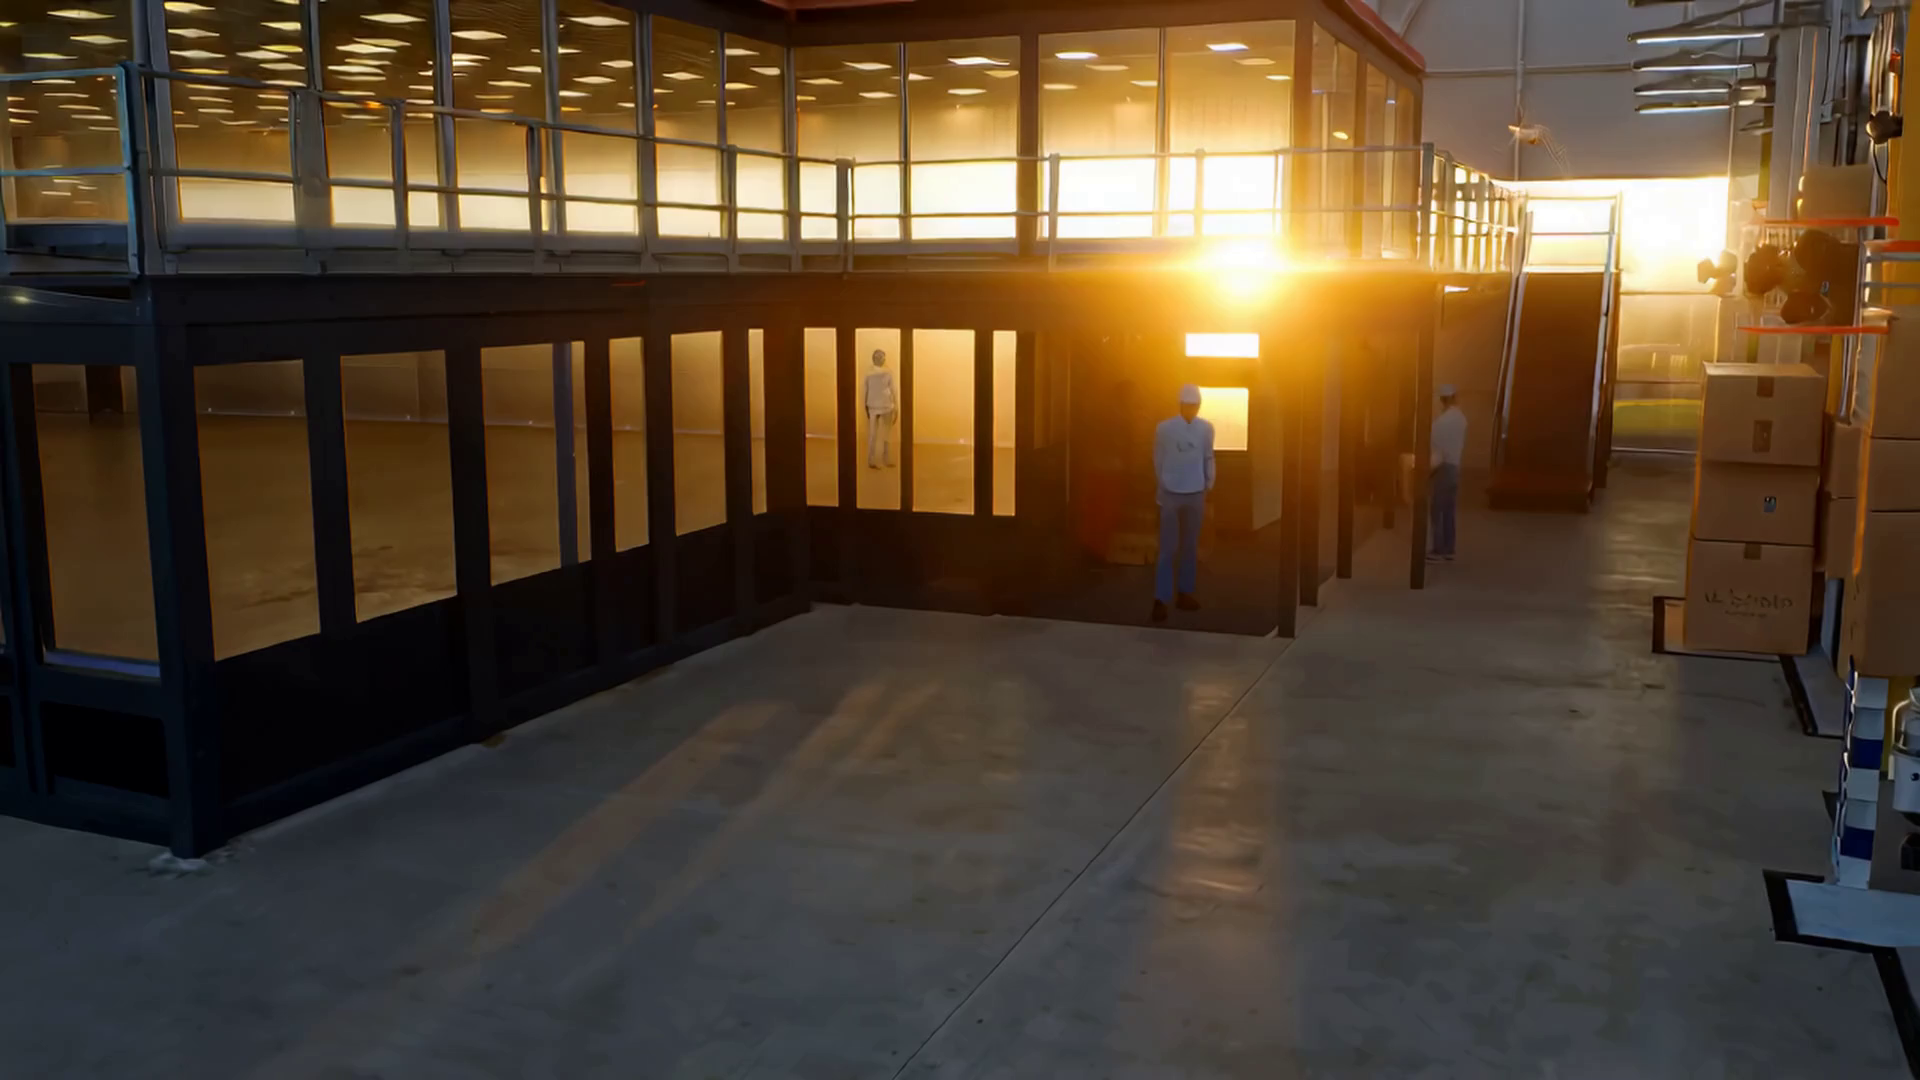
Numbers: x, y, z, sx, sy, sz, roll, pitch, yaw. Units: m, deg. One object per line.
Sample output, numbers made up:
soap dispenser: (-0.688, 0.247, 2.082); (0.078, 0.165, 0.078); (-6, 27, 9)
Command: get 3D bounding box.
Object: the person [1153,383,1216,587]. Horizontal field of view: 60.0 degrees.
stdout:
person: (2.173, -0.524, 16.071); (0.622, 1.986, 0.404); (-1, 9, -6)
